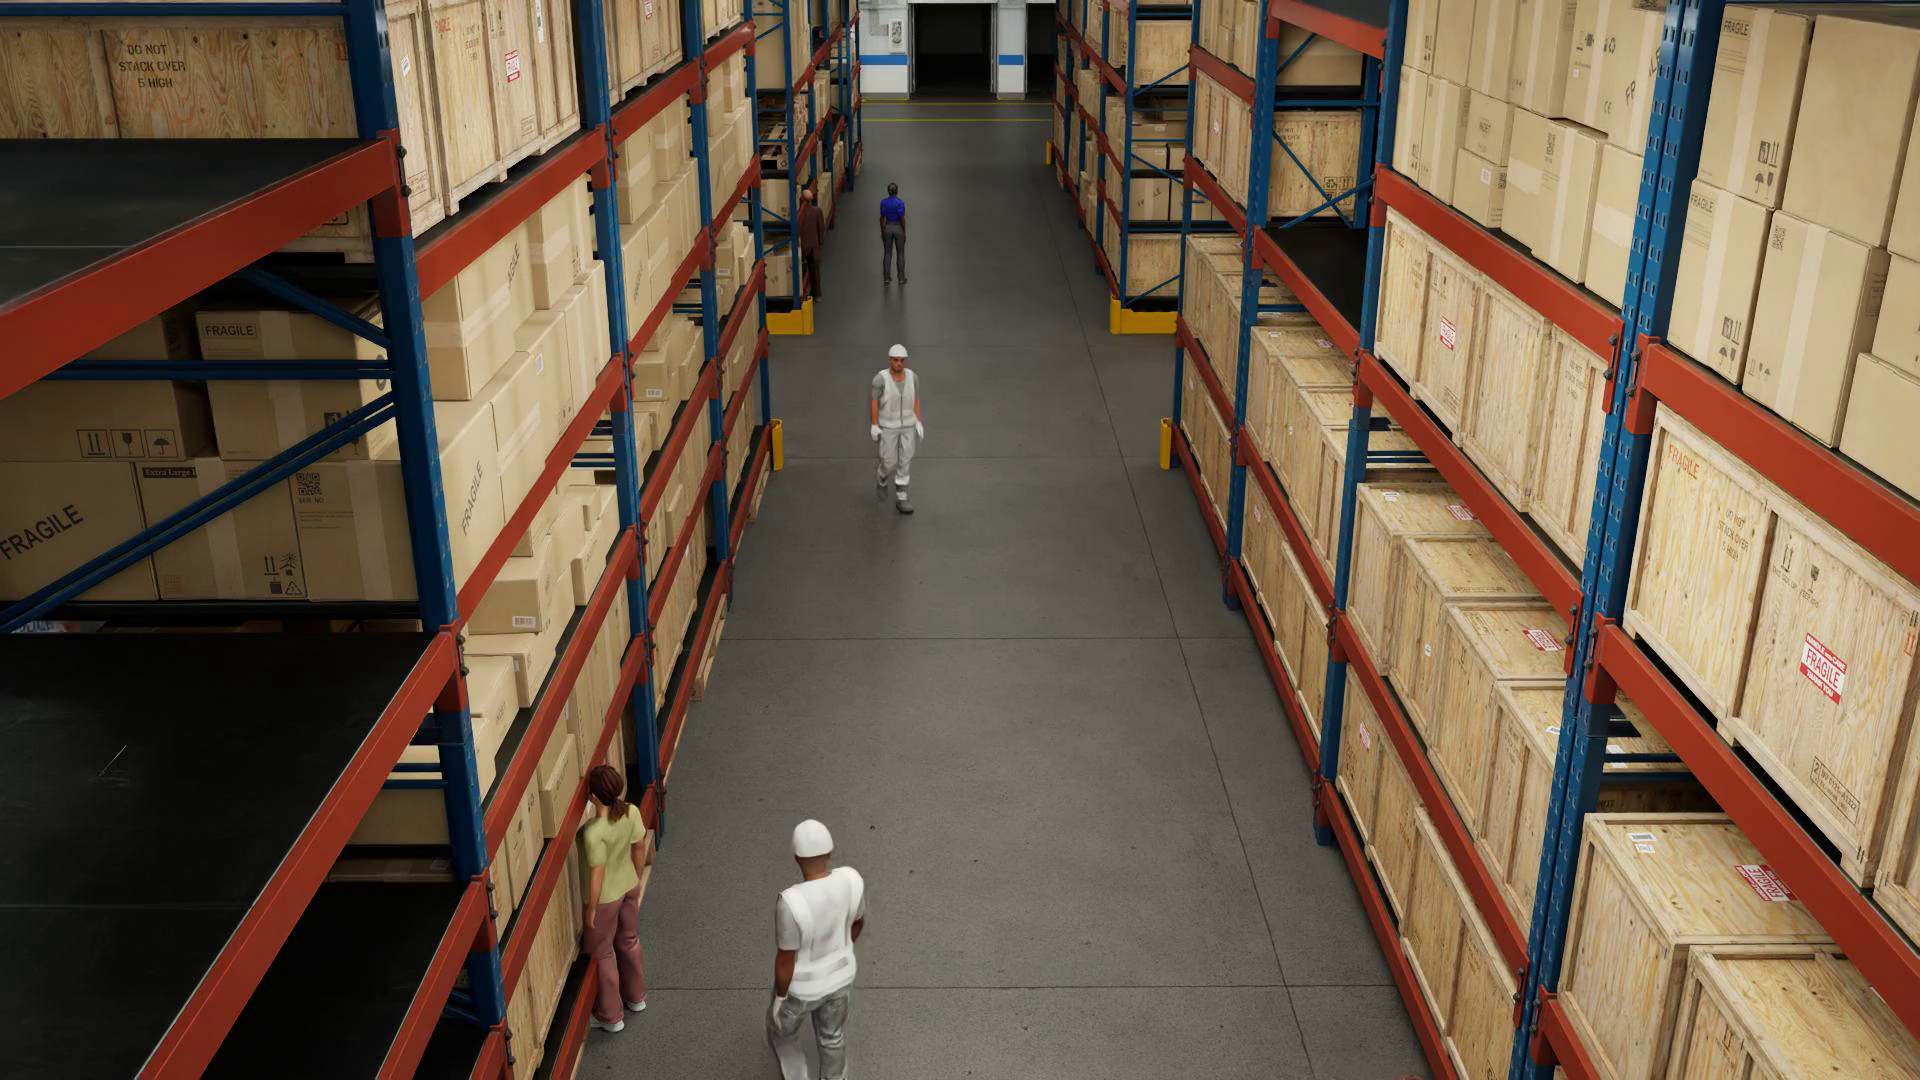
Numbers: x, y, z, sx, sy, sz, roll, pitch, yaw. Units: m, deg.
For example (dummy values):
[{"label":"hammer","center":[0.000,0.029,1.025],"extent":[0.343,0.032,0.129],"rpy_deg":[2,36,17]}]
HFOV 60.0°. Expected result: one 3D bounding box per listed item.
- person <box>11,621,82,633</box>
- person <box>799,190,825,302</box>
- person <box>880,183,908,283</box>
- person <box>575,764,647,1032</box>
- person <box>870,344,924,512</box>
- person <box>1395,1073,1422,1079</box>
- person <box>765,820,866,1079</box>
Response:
[{"label":"person","center":[-6.774,0.879,12.295],"extent":[0.600,1.739,0.768],"rpy_deg":[-5,22,-13]},{"label":"person","center":[-2.480,-4.656,26.293],"extent":[0.575,1.781,0.490],"rpy_deg":[-20,29,-40]},{"label":"person","center":[-1.094,-5.103,27.600],"extent":[0.439,1.659,0.338],"rpy_deg":[5,22,12]},{"label":"person","center":[-2.010,2.025,9.506],"extent":[0.412,1.669,0.430],"rpy_deg":[12,24,27]},{"label":"person","center":[-0.670,-1.197,17.462],"extent":[0.566,1.788,0.517],"rpy_deg":[-9,23,-21]},{"label":"person","center":[1.916,2.991,7.158],"extent":[0.513,1.612,0.450],"rpy_deg":[-1,22,-2]},{"label":"person","center":[-0.768,2.274,8.673],"extent":[0.609,1.787,0.400],"rpy_deg":[-17,27,-36]}]
